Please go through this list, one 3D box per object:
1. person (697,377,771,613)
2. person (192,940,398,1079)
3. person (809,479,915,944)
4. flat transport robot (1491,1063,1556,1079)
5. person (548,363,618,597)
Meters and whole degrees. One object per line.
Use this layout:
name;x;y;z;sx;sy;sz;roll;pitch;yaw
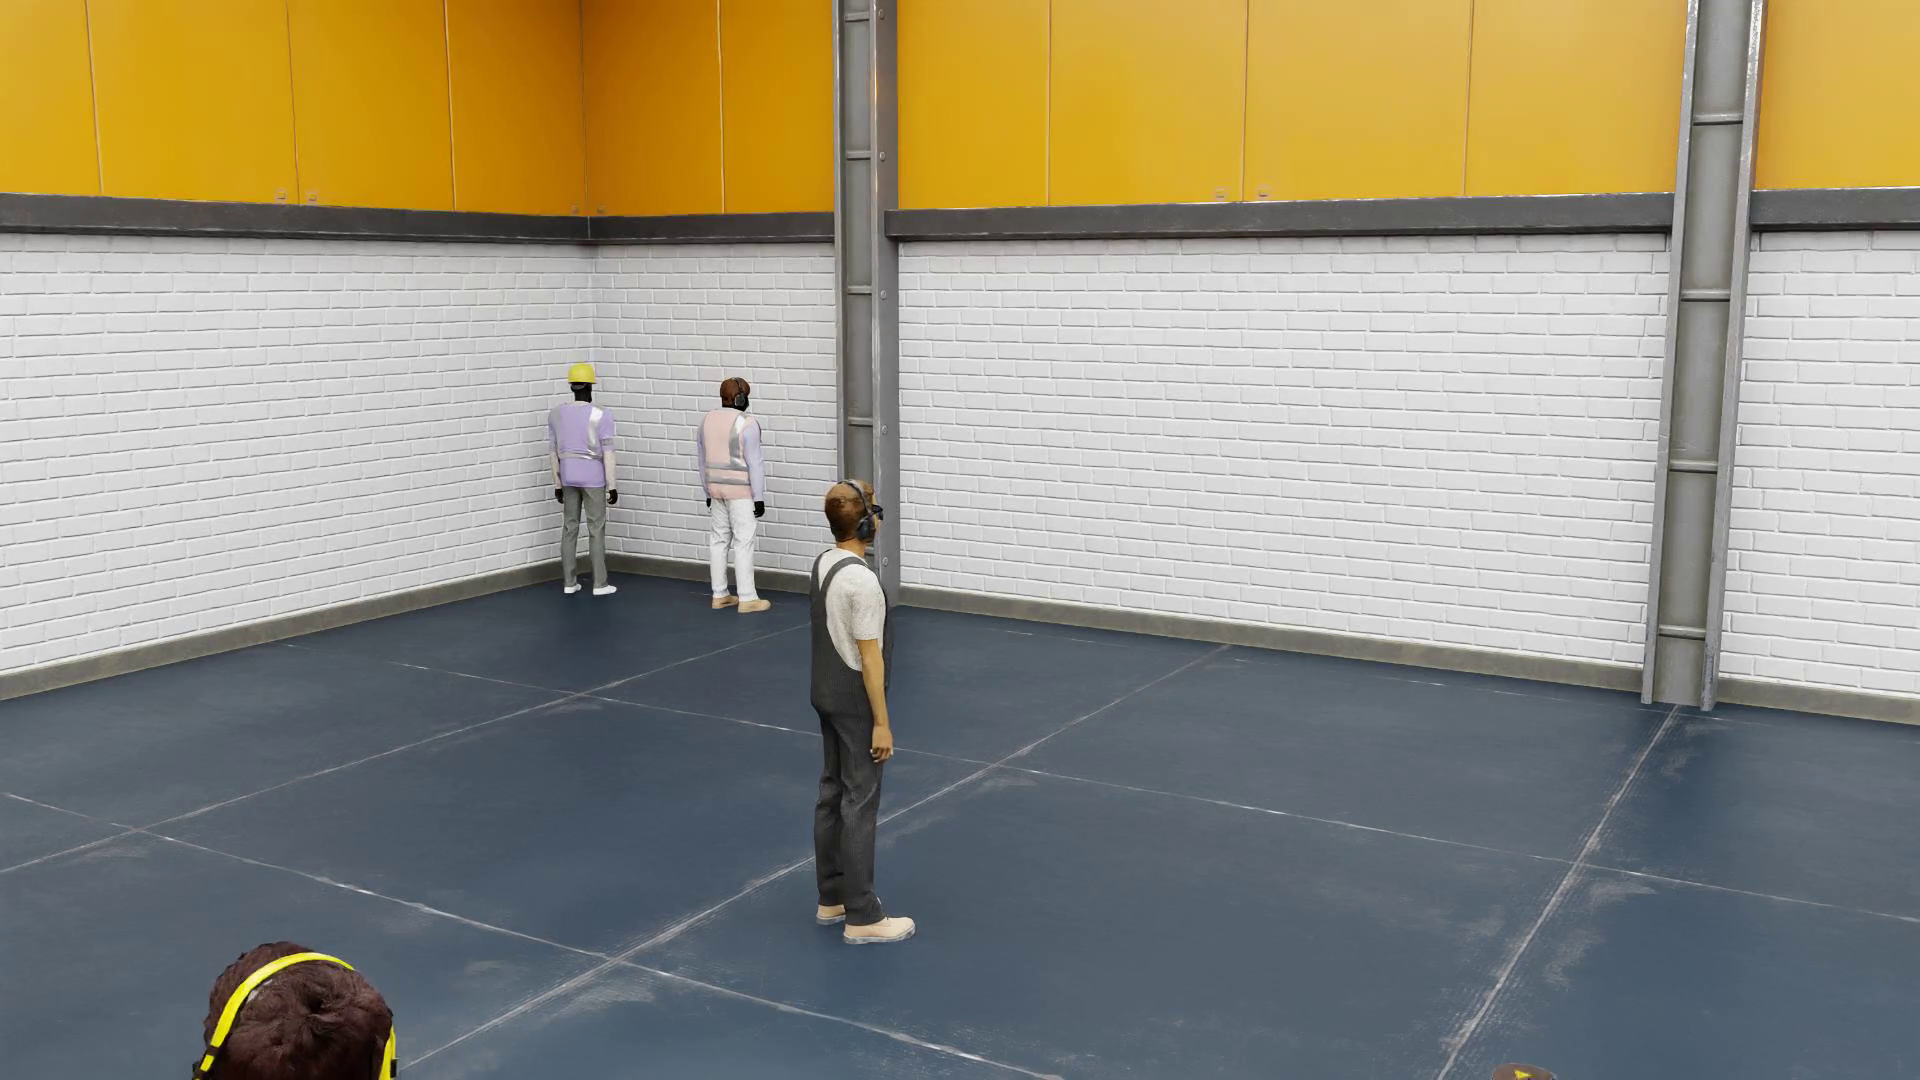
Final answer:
person;-1.762;-0.356;13.062;0.631;1.842;0.428;7;11;37
person;-0.759;1.398;2.043;0.311;1.865;0.532;6;11;34
person;-0.414;0.676;6.611;0.345;1.847;0.507;-5;10;-29
flat transport robot;1.823;1.815;4.402;0.652;0.197;1.431;2;9;10
person;-3.093;-0.495;13.711;0.588;1.919;0.403;3;9;16
